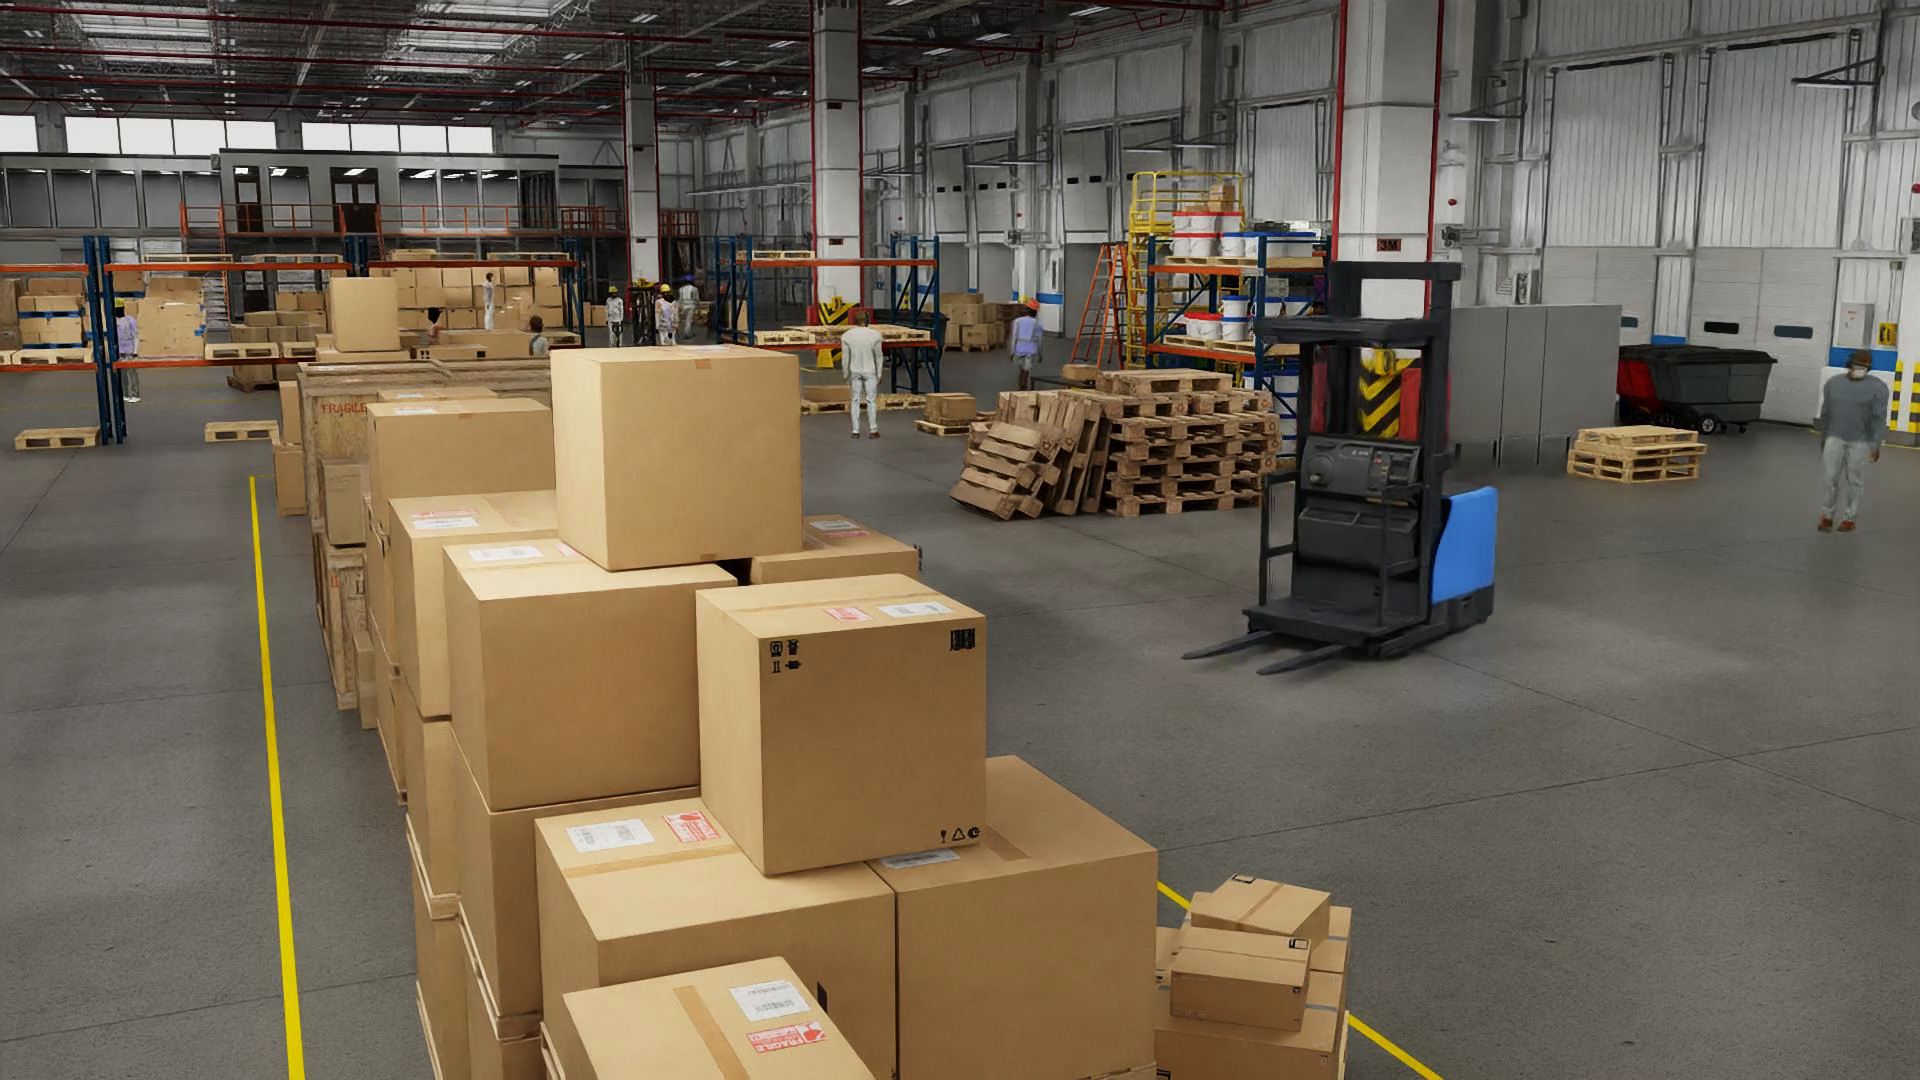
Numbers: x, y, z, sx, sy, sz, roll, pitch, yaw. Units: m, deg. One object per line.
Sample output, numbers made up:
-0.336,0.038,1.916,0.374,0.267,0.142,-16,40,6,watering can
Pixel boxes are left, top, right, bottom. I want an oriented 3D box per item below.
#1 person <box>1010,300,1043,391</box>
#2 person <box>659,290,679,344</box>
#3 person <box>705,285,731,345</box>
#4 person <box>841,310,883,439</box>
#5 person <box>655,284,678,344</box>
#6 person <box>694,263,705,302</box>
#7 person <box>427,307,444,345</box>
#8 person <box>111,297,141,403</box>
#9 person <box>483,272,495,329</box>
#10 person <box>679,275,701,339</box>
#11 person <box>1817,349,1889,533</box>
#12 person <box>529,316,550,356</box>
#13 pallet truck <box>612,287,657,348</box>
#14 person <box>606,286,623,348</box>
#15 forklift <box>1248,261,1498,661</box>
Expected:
1.256,-3.413,30.256,0.574,1.876,0.996,4,11,22,person
-6.524,-4.682,37.352,0.430,1.845,0.619,-2,11,-13,person
-5.276,-4.547,36.230,0.522,1.975,0.613,5,12,27,person
-1.463,-2.479,24.957,0.627,1.936,0.373,1,10,7,person
-6.948,-5.080,39.354,0.582,1.919,0.398,-8,13,-36,person
-11.598,-11.403,74.096,0.609,1.955,0.994,4,11,19,person
-10.019,-3.609,31.837,0.317,1.695,0.540,-7,12,-34,person
-15.309,-3.470,30.439,0.594,1.924,0.384,3,11,18,person
-14.961,-7.539,52.877,0.374,1.932,0.623,-1,10,-3,person
-8.087,-6.974,49.867,0.635,1.889,1.014,4,11,22,person
9.026,-0.992,16.855,0.646,1.893,0.732,9,14,40,person
-6.489,-2.561,25.785,0.543,1.799,0.925,5,11,25,person
-6.464,-4.406,35.401,0.823,1.965,1.885,6,12,32,pallet truck
-9.132,-5.824,43.932,0.492,1.739,0.320,3,11,15,person
3.198,-0.692,12.499,1.129,2.768,1.873,10,14,42,forklift
